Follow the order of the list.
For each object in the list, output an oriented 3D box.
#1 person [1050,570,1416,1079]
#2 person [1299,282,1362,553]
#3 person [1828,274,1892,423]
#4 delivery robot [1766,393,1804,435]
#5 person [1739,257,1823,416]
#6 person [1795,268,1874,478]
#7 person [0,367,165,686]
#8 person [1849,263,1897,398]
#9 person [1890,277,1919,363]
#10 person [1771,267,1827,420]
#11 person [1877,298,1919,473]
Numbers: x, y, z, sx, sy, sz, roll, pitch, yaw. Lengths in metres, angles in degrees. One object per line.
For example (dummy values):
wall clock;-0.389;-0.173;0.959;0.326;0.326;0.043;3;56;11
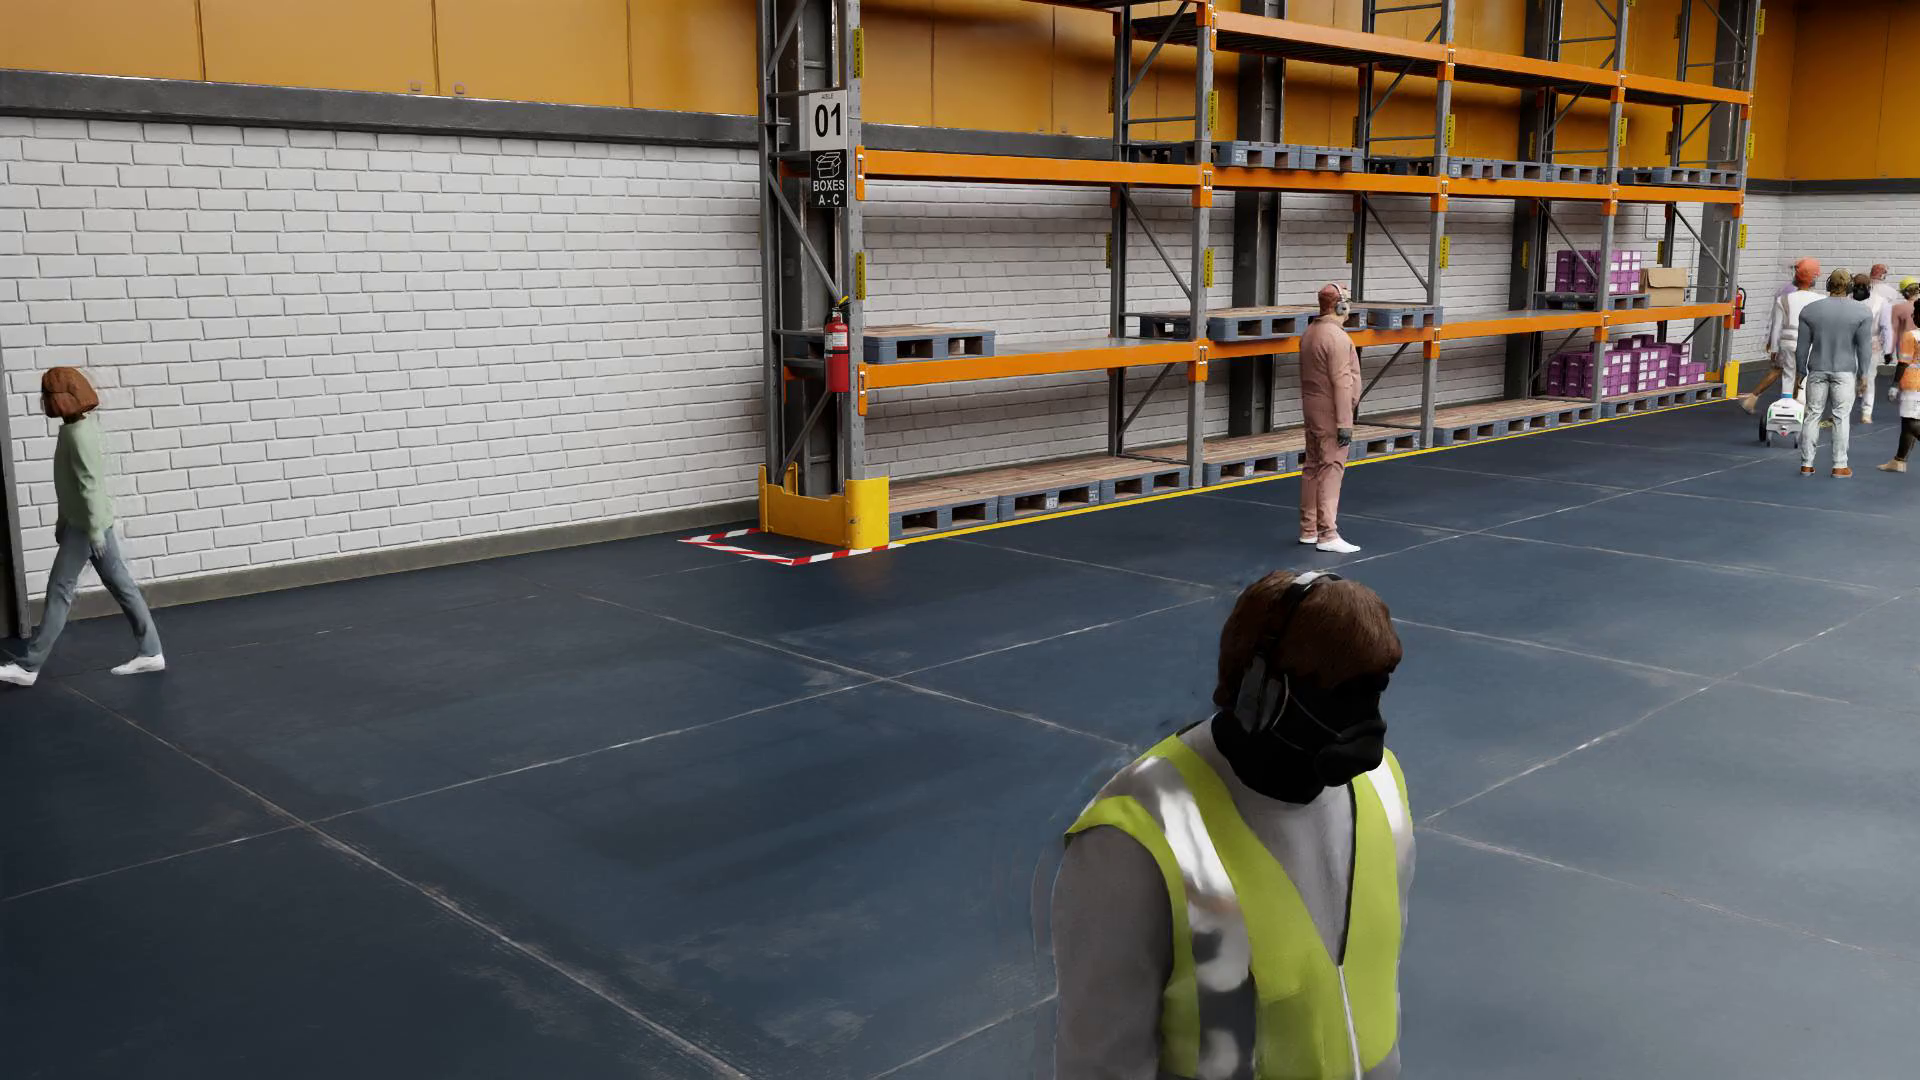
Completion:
person;0.456;0.932;2.356;0.676;1.787;0.940;-7;13;-34
person;2.650;-0.862;11.858;0.406;1.920;0.657;-2;11;-11
person;10.640;-2.242;19.692;0.698;1.779;0.988;8;13;38
delivery robot;8.857;-1.338;17.838;0.477;0.478;0.707;5;12;27
person;10.198;-2.503;20.598;1.002;1.989;0.654;1;10;5
person;8.090;-1.541;15.426;0.636;1.939;0.363;8;13;38
person;-4.459;-0.065;8.308;0.834;1.584;0.523;-5;12;-27
person;12.368;-2.834;22.691;0.657;1.872;0.764;9;14;41
person;11.670;-2.347;20.359;0.586;1.728;0.534;3;11;18
person;9.834;-2.256;19.515;0.601;1.865;0.465;6;12;31
person;8.950;-1.409;15.442;0.535;1.670;0.751;-6;12;-28
